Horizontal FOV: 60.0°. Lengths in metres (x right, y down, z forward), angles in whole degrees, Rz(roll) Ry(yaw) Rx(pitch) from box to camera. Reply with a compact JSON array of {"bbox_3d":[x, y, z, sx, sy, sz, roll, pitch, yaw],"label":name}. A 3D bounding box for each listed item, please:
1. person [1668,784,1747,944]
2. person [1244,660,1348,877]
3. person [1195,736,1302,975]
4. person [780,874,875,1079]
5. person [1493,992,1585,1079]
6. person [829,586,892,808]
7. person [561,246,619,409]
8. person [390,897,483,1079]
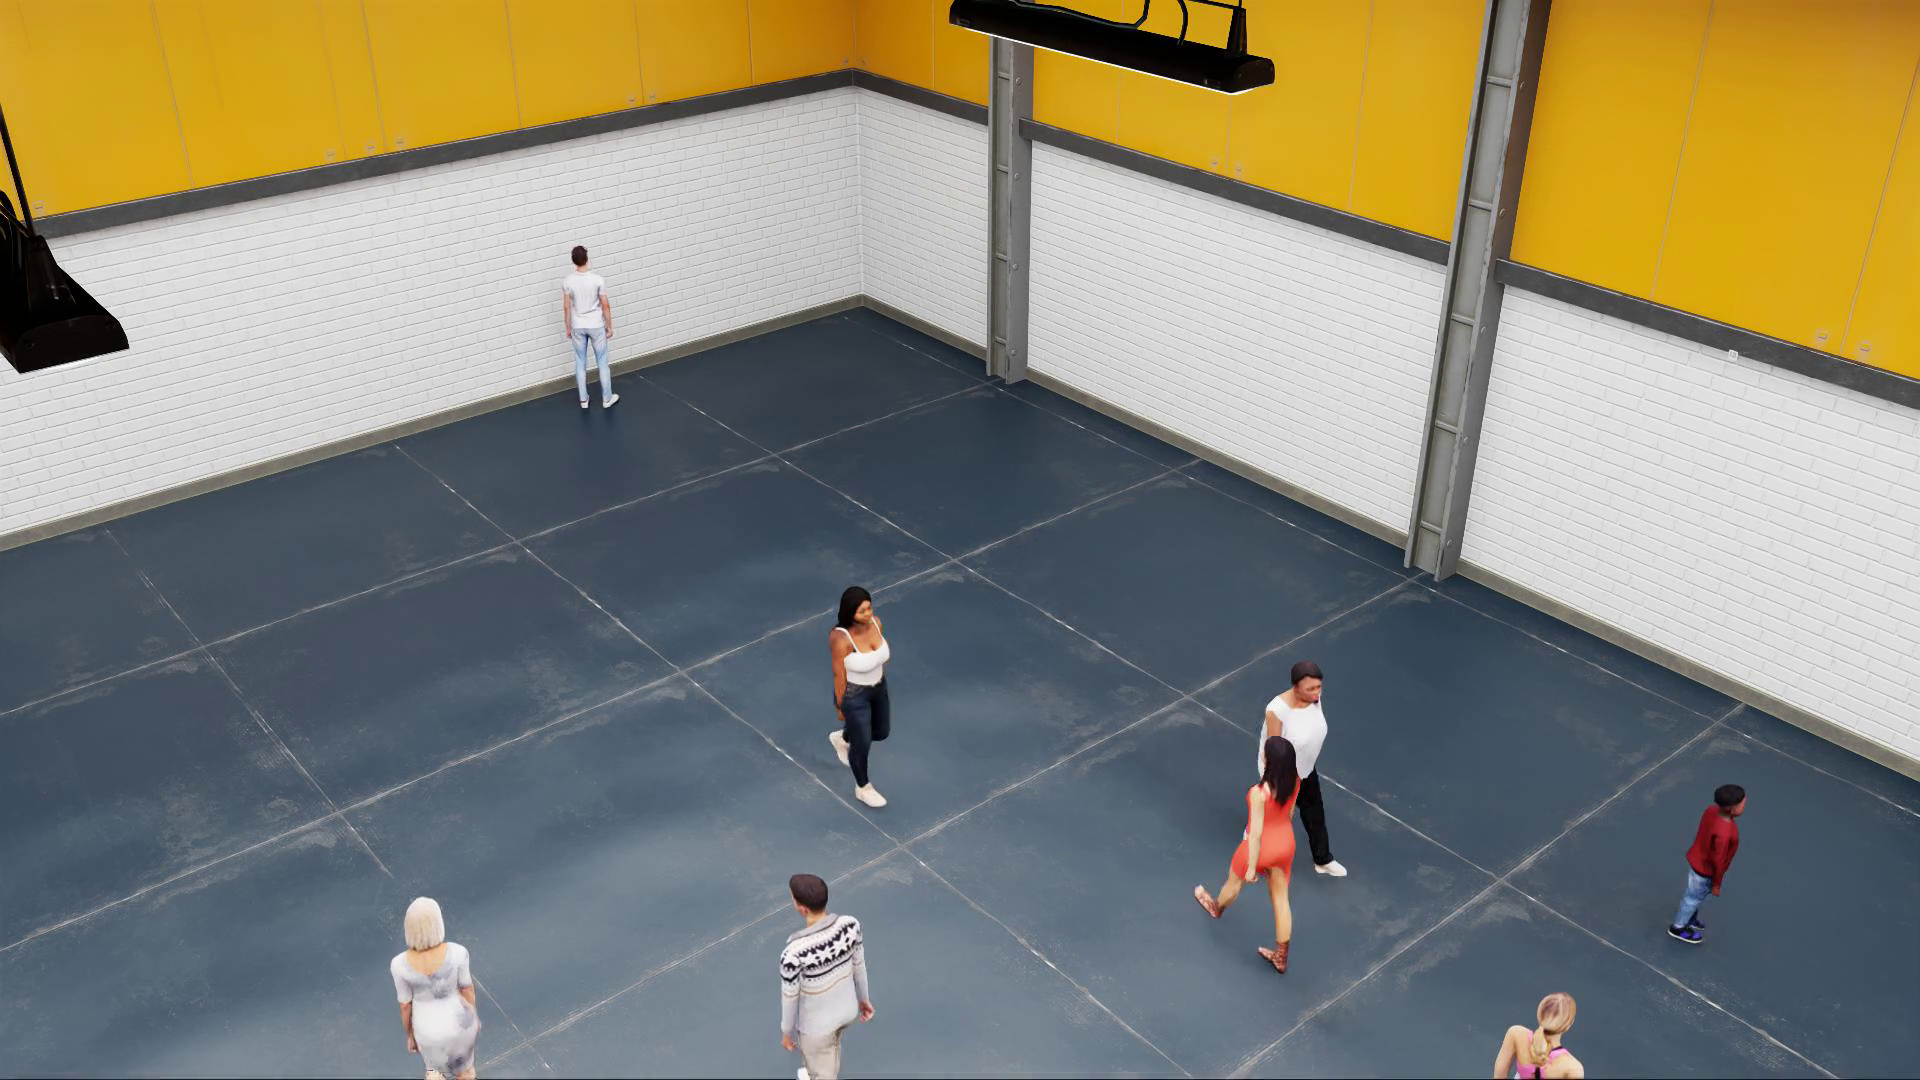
[{"bbox_3d":[4.824,2.111,10.891,0.651,1.246,0.605,6,29,10],"label":"person"},{"bbox_3d":[2.246,1.530,11.533,0.721,1.652,1.049,-19,34,-31],"label":"person"},{"bbox_3d":[2.020,2.040,10.577,0.698,1.672,1.103,-17,33,-29],"label":"person"},{"bbox_3d":[-0.699,2.679,9.229,0.715,1.842,1.134,-23,36,-36],"label":"person"},{"bbox_3d":[2.941,3.047,8.612,0.490,1.786,0.694,25,37,37],"label":"person"},{"bbox_3d":[-0.785,1.109,12.155,0.927,1.795,0.687,25,37,38],"label":"person"},{"bbox_3d":[-4.133,-2.360,18.455,0.730,1.853,0.750,1,29,1],"label":"person"},{"bbox_3d":[-2.860,2.740,9.227,0.763,1.736,0.895,-7,29,-12],"label":"person"}]
